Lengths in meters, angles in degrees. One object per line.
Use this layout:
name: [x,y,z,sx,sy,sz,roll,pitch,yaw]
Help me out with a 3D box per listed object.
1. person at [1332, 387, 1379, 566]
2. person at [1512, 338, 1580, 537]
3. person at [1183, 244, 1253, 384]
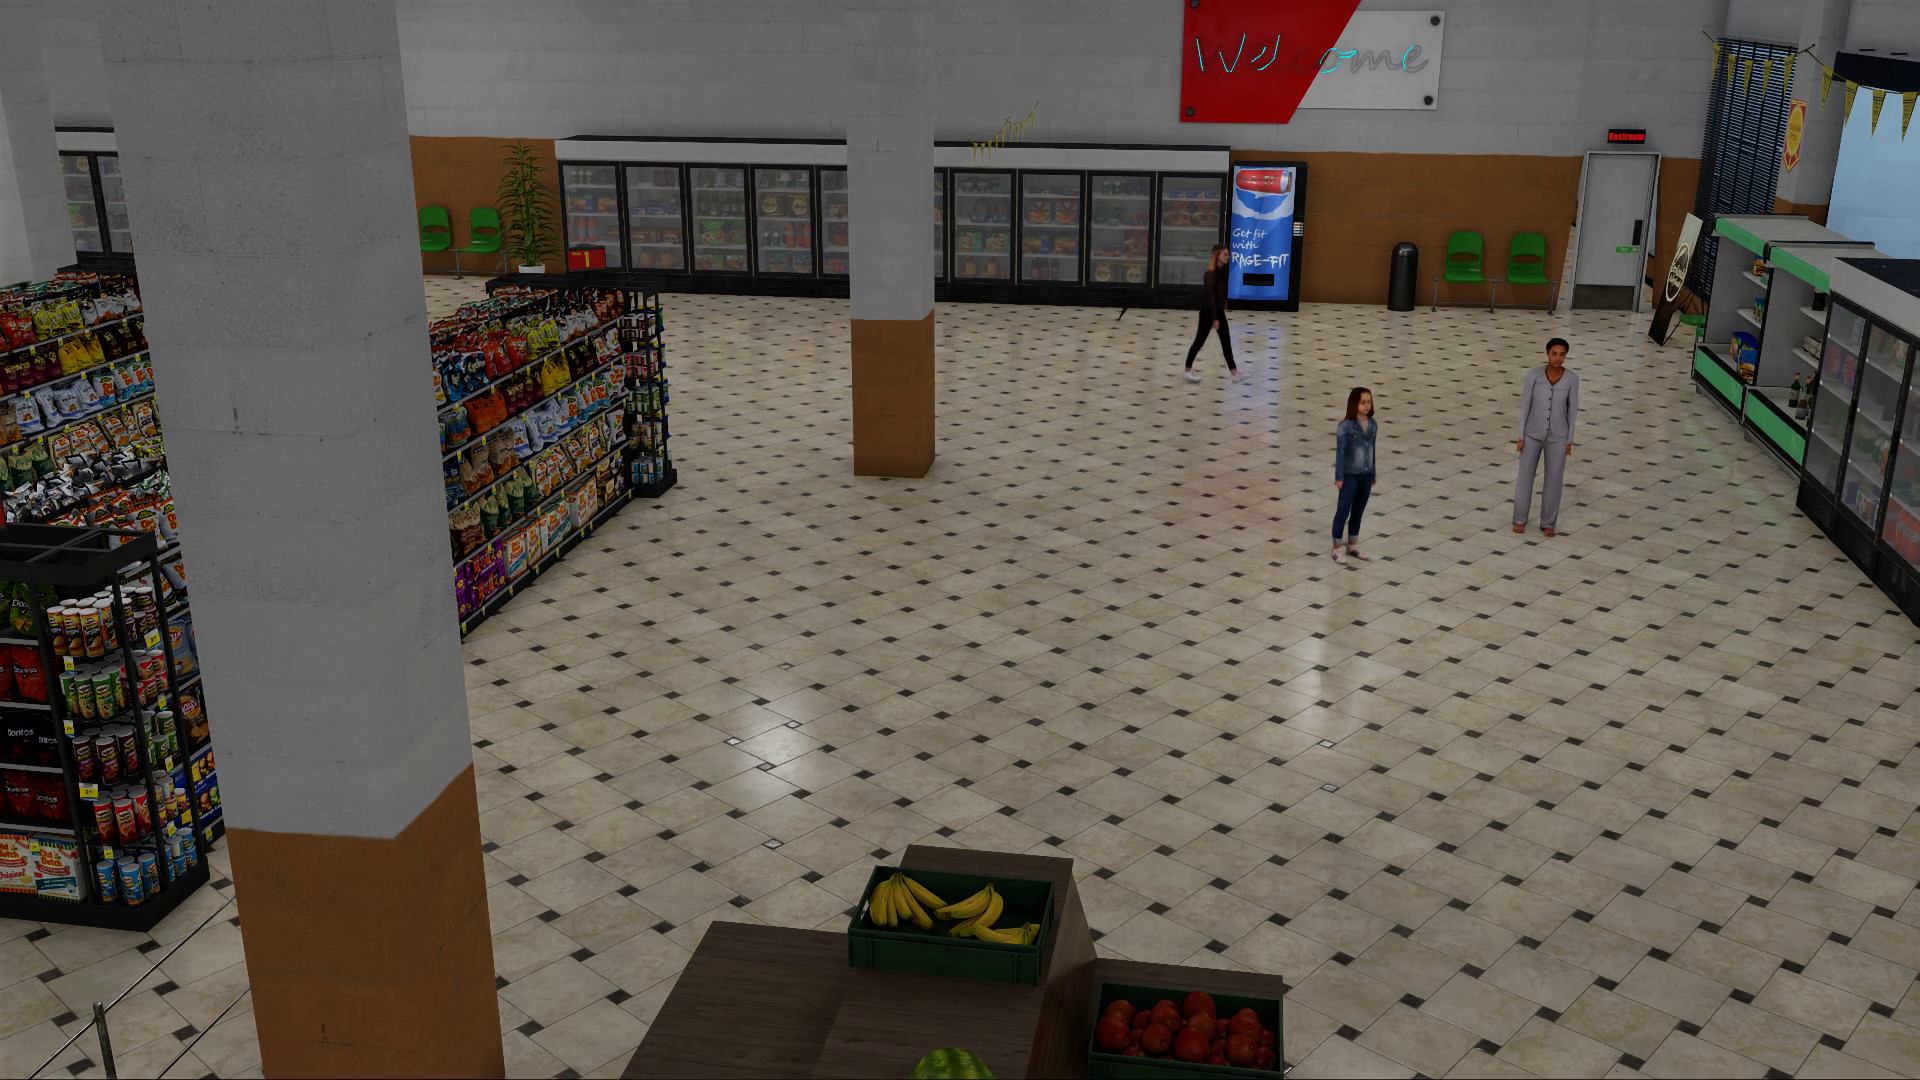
person: [3.280,-0.546,13.806,0.642,1.475,0.678,-10,21,-27]
person: [5.102,-0.918,14.503,0.652,1.735,0.595,6,20,17]
person: [2.928,-2.665,19.815,0.994,1.651,1.127,12,22,33]
